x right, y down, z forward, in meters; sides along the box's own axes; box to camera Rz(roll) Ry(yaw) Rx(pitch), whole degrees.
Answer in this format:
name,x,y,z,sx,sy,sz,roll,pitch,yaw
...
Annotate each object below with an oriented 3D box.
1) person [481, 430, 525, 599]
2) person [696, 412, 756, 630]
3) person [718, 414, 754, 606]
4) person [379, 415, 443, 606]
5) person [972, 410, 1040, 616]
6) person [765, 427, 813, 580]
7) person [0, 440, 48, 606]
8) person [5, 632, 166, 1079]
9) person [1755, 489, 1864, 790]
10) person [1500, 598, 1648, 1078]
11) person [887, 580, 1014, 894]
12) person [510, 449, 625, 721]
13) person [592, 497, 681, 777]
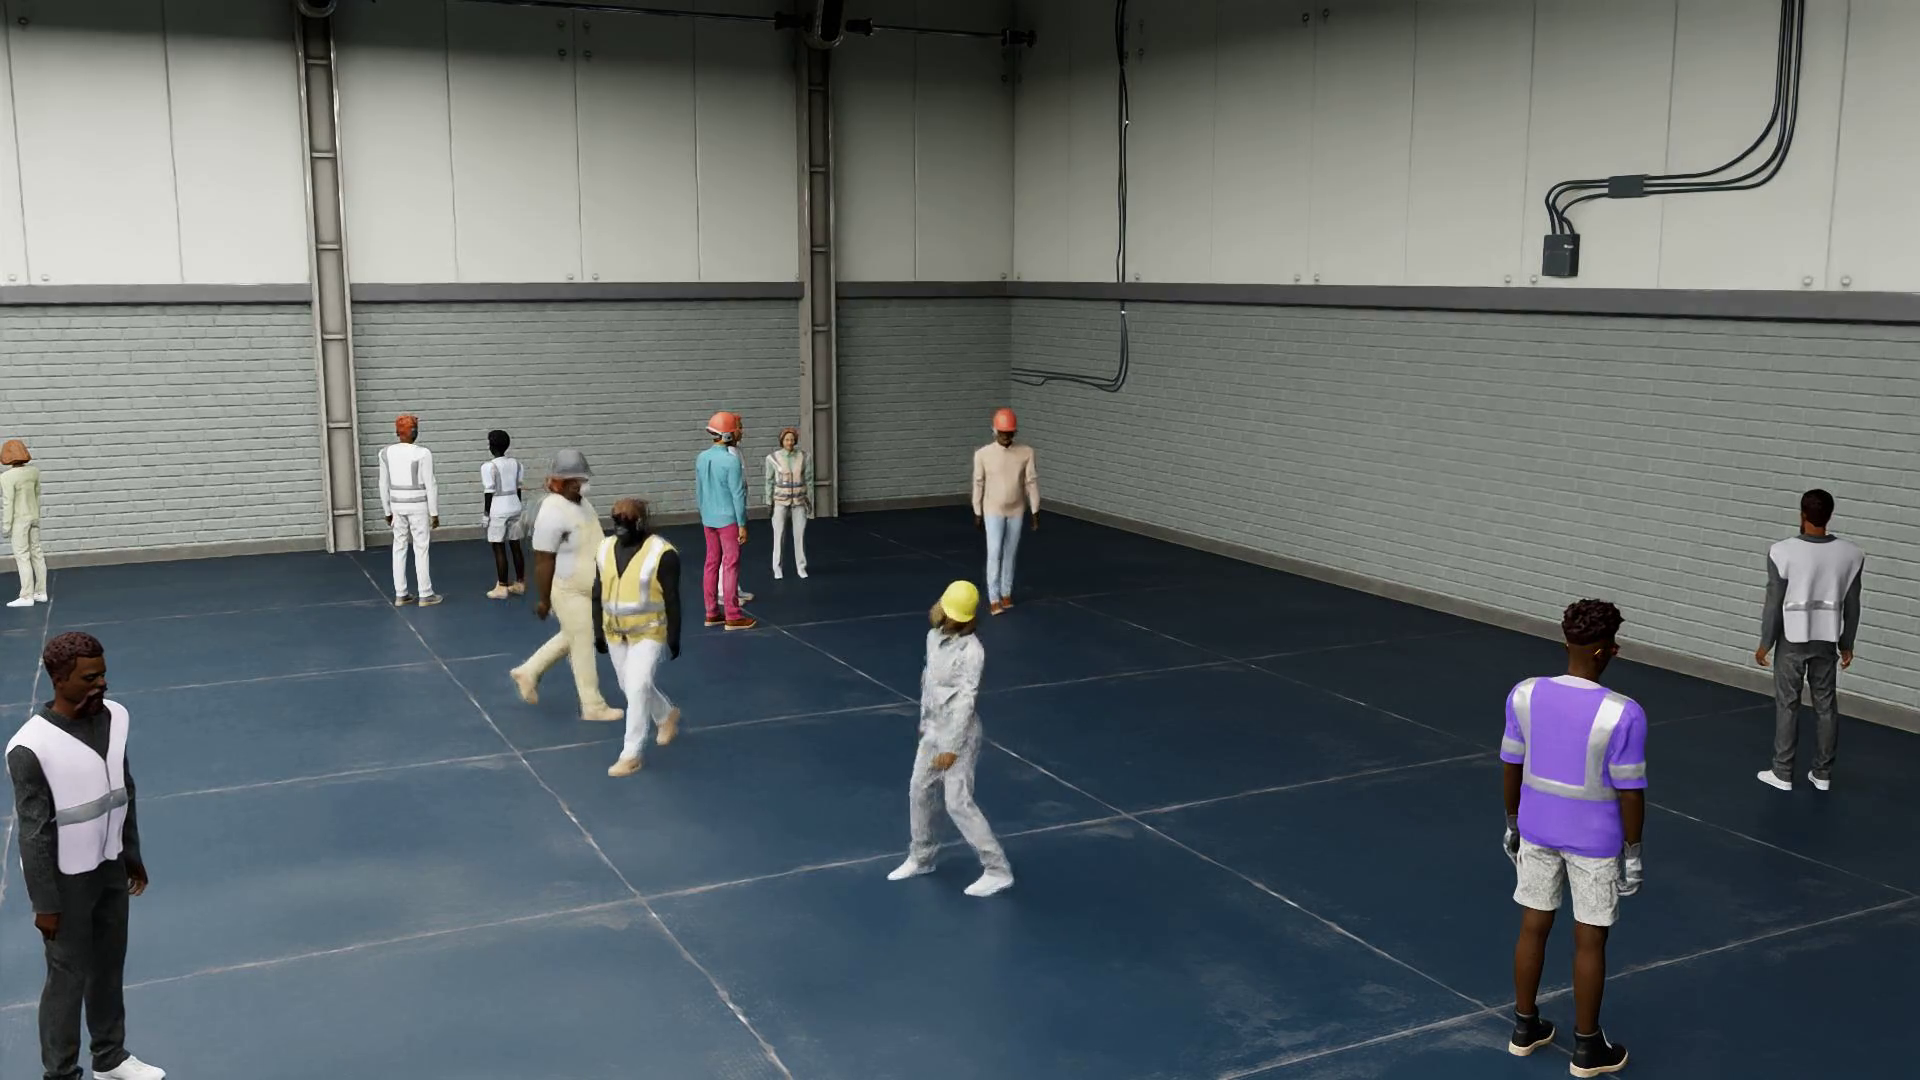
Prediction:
name,x,y,z,sx,sy,sz,roll,pitch,yaw
person,-4.593,-0.262,16.696,0.317,1.695,0.540,5,10,28
person,-2.161,-0.174,15.241,0.611,1.995,0.380,8,12,41
person,-2.246,-0.302,16.381,0.355,1.882,0.575,2,9,11
person,-5.373,-0.287,16.277,0.584,1.882,0.346,2,9,12
person,0.459,-0.257,15.906,0.614,1.951,0.916,-2,9,-11
person,-1.820,-0.388,17.687,0.509,1.627,0.323,-3,10,-19
person,-9.199,-0.166,16.304,0.280,1.633,0.500,1,9,6
person,-3.441,1.290,6.503,0.391,1.911,0.584,1,9,7
person,5.354,0.634,10.496,0.598,1.917,0.375,0,9,2
person,2.520,1.204,6.836,0.362,1.963,0.614,-8,12,-41
person,-0.046,1.026,8.800,0.503,1.698,0.543,-5,10,-27
person,-2.912,0.304,12.154,0.855,2.000,0.677,1,9,5
person,-2.123,0.596,11.087,0.633,1.814,0.852,4,10,24
